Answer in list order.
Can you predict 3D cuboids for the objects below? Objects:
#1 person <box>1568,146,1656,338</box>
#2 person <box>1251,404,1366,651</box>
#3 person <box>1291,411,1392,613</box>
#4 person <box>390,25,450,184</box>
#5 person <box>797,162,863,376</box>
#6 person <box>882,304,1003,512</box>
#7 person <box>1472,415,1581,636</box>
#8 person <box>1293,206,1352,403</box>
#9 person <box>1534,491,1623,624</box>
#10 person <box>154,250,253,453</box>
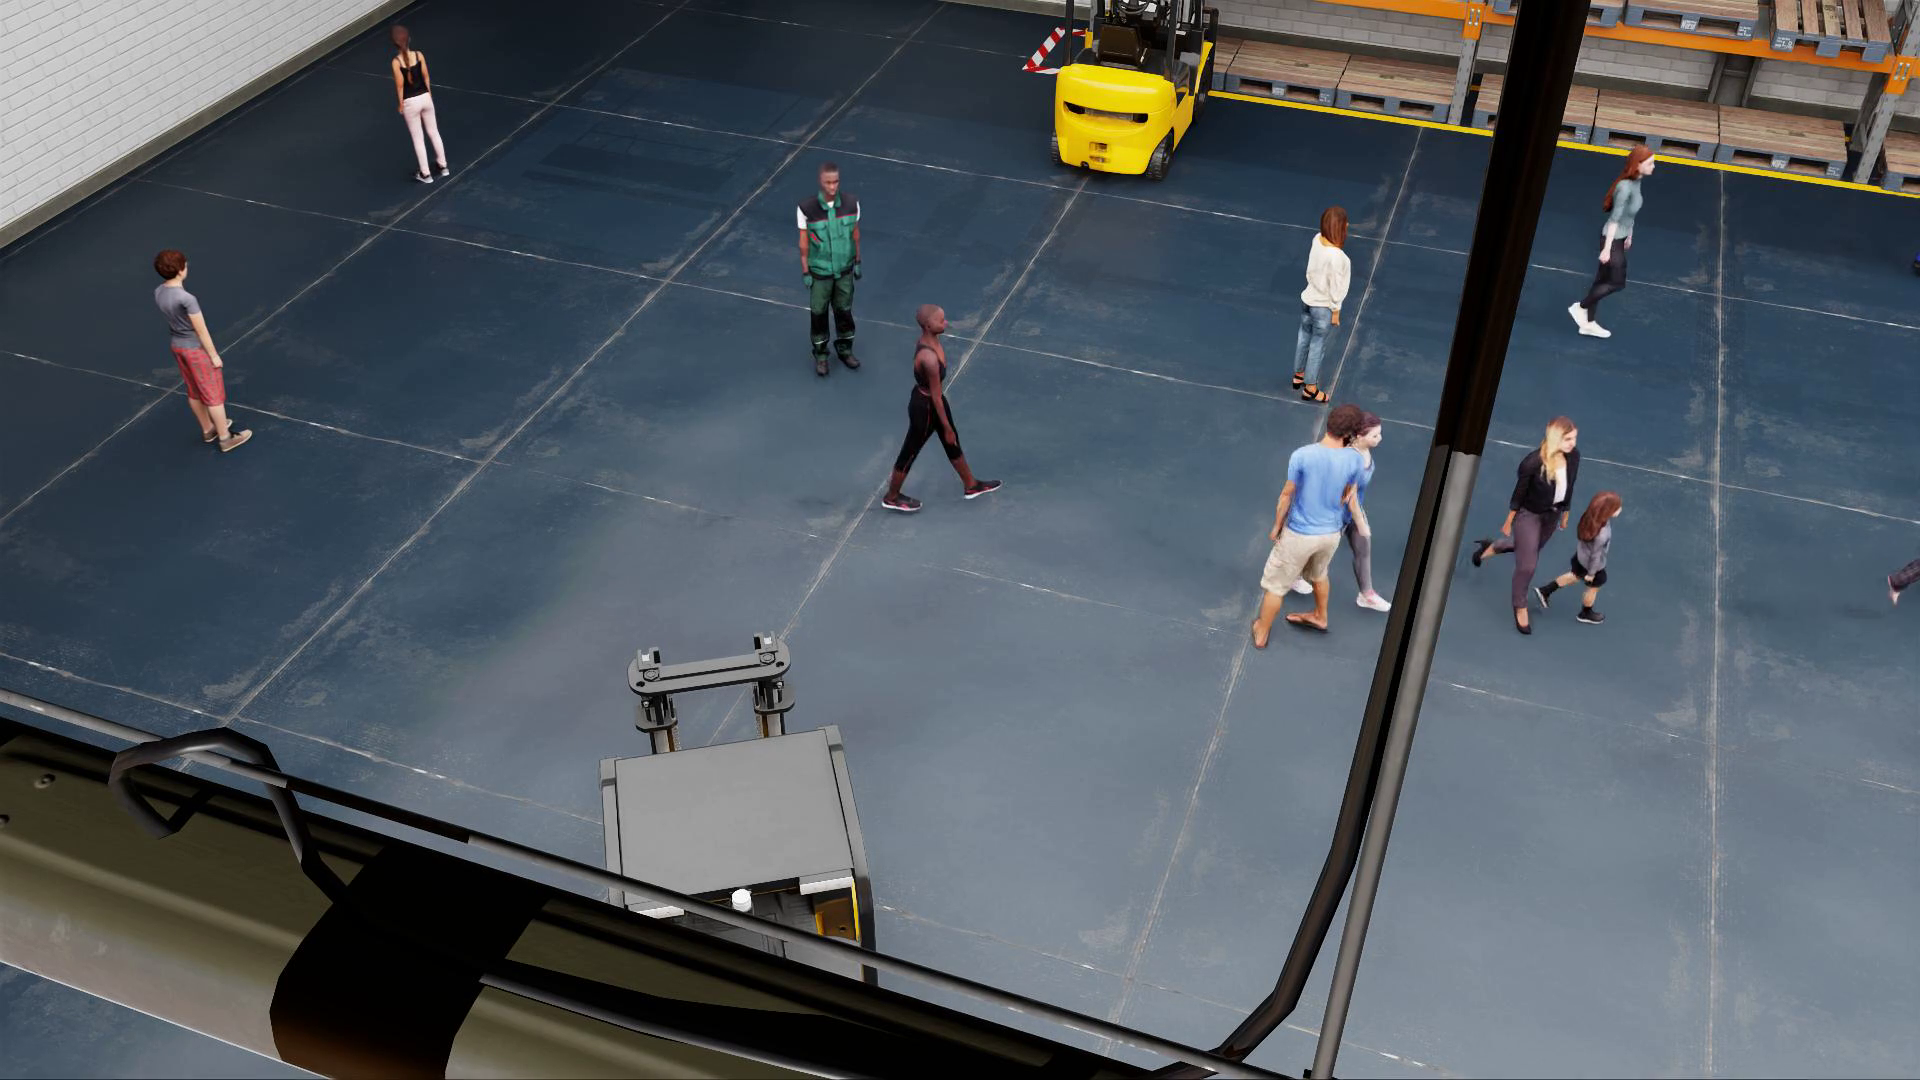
[{"bbox_3d":[5.389,-2.496,13.906,0.685,1.736,0.655,21,43,24],"label":"person"},{"bbox_3d":[2.334,-0.053,10.773,0.768,1.828,0.897,-13,40,-16],"label":"person"},{"bbox_3d":[2.490,-0.191,11.156,1.076,1.567,0.706,21,43,24],"label":"person"},{"bbox_3d":[-5.310,-4.273,16.270,0.616,1.564,0.633,-31,48,-33],"label":"person"},{"bbox_3d":[-1.048,-2.211,13.466,0.774,1.840,0.841,-15,41,-18],"label":"person"},{"bbox_3d":[-0.336,-0.909,11.937,1.196,1.714,0.861,0,39,0],"label":"person"},{"bbox_3d":[3.768,-0.179,11.075,0.982,1.649,1.037,-16,41,-19],"label":"person"},{"bbox_3d":[2.855,-1.879,13.176,0.715,1.682,0.699,-8,39,-10],"label":"person"},{"bbox_3d":[4.188,0.098,11.172,0.758,1.095,0.569,5,39,6],"label":"person"},{"bbox_3d":[-5.830,-1.432,12.644,0.529,1.649,0.672,21,43,24],"label":"person"}]
